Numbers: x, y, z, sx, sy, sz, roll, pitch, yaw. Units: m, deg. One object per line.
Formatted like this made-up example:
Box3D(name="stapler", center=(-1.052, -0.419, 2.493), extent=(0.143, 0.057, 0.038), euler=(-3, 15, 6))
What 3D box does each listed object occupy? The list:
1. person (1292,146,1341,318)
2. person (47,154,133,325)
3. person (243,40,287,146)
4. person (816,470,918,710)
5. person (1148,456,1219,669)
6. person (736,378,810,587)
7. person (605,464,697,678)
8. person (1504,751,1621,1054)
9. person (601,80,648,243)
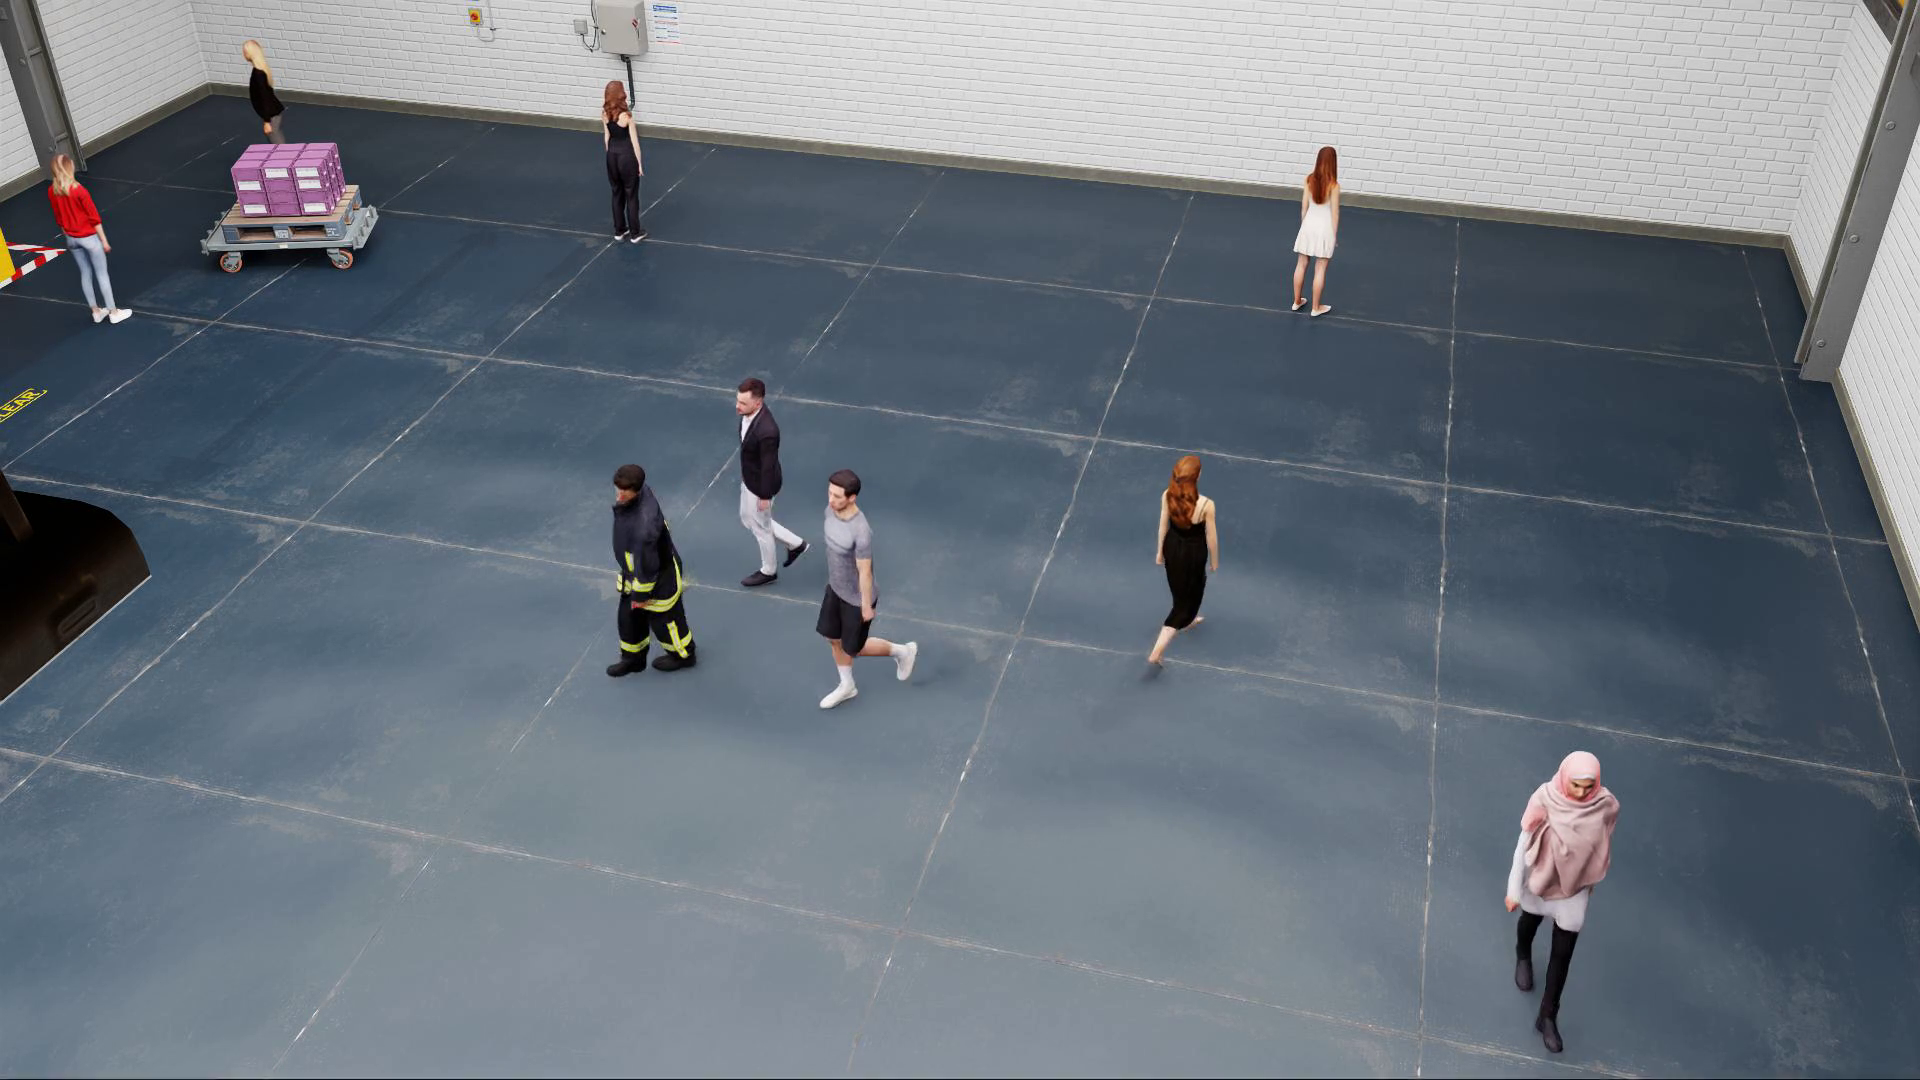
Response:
Box3D(name="person", center=(3.511, -3.039, 16.340), extent=(0.638, 1.712, 0.656), euler=(26, 41, 33))
Box3D(name="person", center=(-8.518, -2.920, 16.169), extent=(0.626, 1.704, 0.515), euler=(6, 34, 9))
Box3D(name="person", center=(-7.739, -4.710, 18.741), extent=(0.758, 1.838, 0.665), euler=(-12, 36, -18))
Box3D(name="person", center=(-0.646, 0.314, 11.173), extent=(1.068, 1.848, 0.989), euler=(-21, 39, -28))
Box3D(name="person", center=(1.533, 0.169, 11.621), extent=(0.847, 1.593, 1.139), euler=(23, 40, 31))
Box3D(name="person", center=(-1.376, -0.429, 12.314), extent=(0.948, 1.822, 0.891), euler=(-9, 35, -13))
Box3D(name="person", center=(-2.075, 0.180, 11.364), extent=(1.130, 1.860, 1.070), euler=(-11, 35, -16))
Box3D(name="person", center=(3.198, 1.792, 9.016), extent=(0.714, 1.773, 1.004), euler=(5, 34, 7))
Box3D(name="person", center=(-3.645, -4.069, 17.861), extent=(0.563, 1.744, 0.507), euler=(10, 35, 14))
